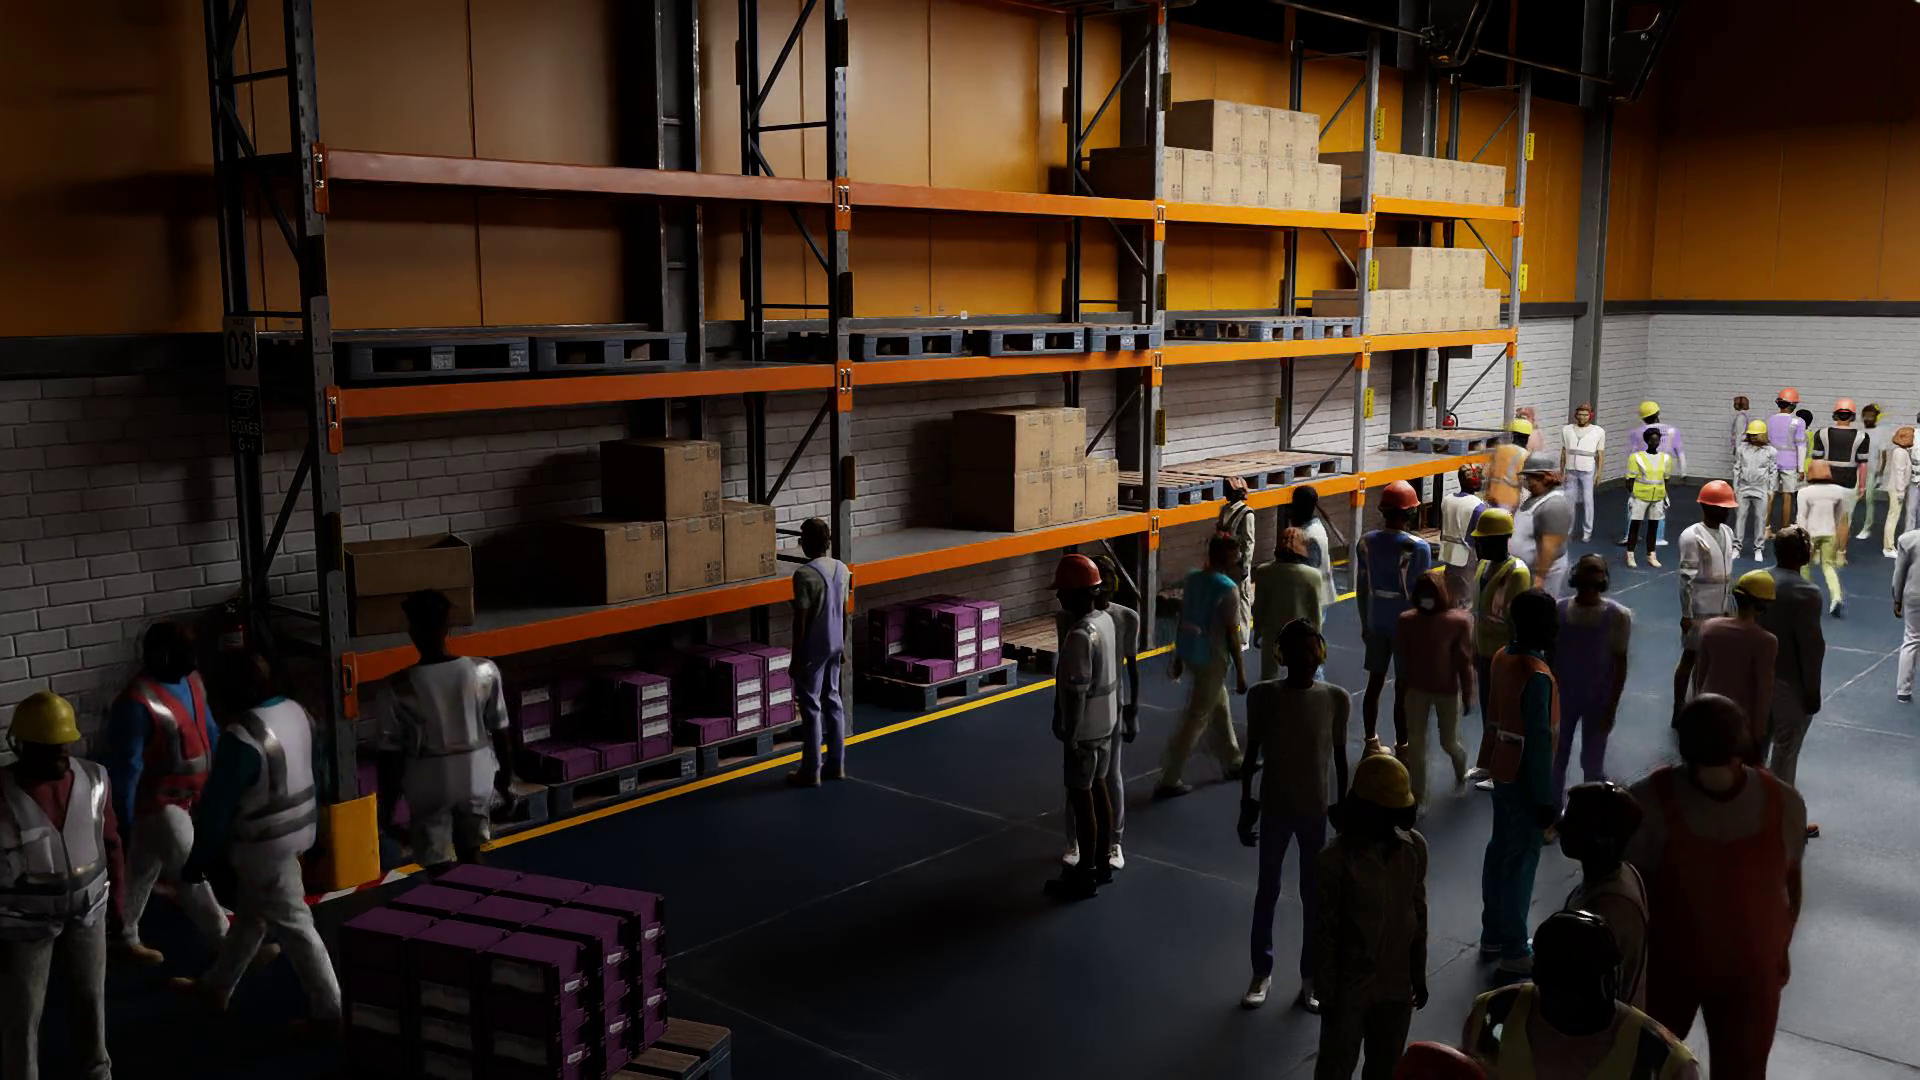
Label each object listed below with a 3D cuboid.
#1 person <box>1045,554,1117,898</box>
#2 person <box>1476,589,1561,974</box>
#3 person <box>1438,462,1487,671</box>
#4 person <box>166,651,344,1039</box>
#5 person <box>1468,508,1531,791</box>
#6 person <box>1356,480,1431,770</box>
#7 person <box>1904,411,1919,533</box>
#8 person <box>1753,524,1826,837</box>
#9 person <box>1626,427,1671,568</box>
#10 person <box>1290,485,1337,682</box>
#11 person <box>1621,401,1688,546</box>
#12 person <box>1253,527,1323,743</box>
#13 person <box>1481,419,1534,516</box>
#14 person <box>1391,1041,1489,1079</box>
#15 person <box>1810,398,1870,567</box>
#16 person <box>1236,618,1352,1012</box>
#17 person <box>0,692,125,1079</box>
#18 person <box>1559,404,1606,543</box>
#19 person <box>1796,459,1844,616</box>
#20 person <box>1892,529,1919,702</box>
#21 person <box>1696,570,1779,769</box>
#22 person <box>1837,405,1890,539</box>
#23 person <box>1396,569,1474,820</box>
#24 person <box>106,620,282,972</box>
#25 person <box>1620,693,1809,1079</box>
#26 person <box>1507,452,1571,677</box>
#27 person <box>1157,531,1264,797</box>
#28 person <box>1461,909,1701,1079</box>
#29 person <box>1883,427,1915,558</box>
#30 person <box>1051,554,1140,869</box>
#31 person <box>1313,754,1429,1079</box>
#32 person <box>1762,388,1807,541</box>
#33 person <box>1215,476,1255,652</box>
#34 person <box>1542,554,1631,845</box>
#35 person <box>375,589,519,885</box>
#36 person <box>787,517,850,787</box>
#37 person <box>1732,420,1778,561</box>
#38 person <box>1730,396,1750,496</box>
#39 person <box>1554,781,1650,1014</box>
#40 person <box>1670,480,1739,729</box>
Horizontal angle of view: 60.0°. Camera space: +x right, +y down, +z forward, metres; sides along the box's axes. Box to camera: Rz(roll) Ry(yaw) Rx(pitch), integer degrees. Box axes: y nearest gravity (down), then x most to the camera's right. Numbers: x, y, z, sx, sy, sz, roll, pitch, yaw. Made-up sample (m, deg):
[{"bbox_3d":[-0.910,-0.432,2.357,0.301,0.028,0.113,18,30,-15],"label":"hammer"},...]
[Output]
[{"bbox_3d":[0.673,1.032,9.291,0.386,1.929,0.543,4,10,22],"label":"person"},{"bbox_3d":[2.797,1.189,8.293,0.392,1.922,0.593,0,9,-2],"label":"person"},{"bbox_3d":[4.444,0.232,14.698,0.389,1.847,0.563,-3,9,-20],"label":"person"},{"bbox_3d":[-3.218,1.380,7.531,0.958,1.777,0.609,0,9,2],"label":"person"},{"bbox_3d":[3.616,0.734,11.257,0.396,1.919,0.582,-2,9,-12],"label":"person"},{"bbox_3d":[3.065,0.597,11.705,0.365,2.048,0.608,-7,11,-40],"label":"person"},{"bbox_3d":[12.103,-0.743,20.895,0.352,1.880,0.576,-8,12,-41],"label":"person"},{"bbox_3d":[5.117,0.864,10.335,0.372,1.940,0.632,-2,9,-12],"label":"person"},{"bbox_3d":[8.248,-0.505,19.934,0.531,1.698,0.320,0,9,-2],"label":"person"},{"bbox_3d":[2.723,0.505,12.883,0.378,1.886,0.636,1,9,9],"label":"person"},{"bbox_3d":[9.000,-0.833,21.445,0.777,1.898,0.504,3,9,19],"label":"person"},{"bbox_3d":[2.423,0.713,12.323,0.506,1.623,0.284,3,9,17],"label":"person"},{"bbox_3d":[6.290,-0.467,19.227,0.956,1.856,0.607,-3,9,-21],"label":"person"},{"bbox_3d":[1.140,1.997,3.853,0.863,1.681,0.553,5,10,31],"label":"person"},{"bbox_3d":[10.592,-0.690,20.070,0.613,2.033,0.412,5,10,28],"label":"person"},{"bbox_3d":[1.573,1.284,7.829,0.532,1.876,0.321,2,9,10],"label":"person"},{"bbox_3d":[-3.622,1.495,6.643,0.403,1.825,0.596,7,11,37],"label":"person"},{"bbox_3d":[8.208,-0.887,21.964,0.560,1.836,0.393,7,11,40],"label":"person"},{"bbox_3d":[8.892,-0.035,17.191,0.501,1.608,0.695,1,9,4],"label":"person"},{"bbox_3d":[7.875,0.474,13.478,0.569,1.744,0.350,7,11,38],"label":"person"},{"bbox_3d":[4.568,1.047,9.880,0.605,1.751,0.524,-5,10,-30],"label":"person"},{"bbox_3d":[11.878,-0.869,21.902,0.978,1.814,0.531,-8,12,-43],"label":"person"},{"bbox_3d":[3.082,0.967,10.732,0.533,1.608,0.694,6,11,33],"label":"person"},{"bbox_3d":[-3.869,1.274,8.202,0.971,1.785,0.626,0,9,-2],"label":"person"},{"bbox_3d":[2.738,1.464,6.136,0.706,2.000,1.036,2,9,12],"label":"person"},{"bbox_3d":[4.893,0.236,14.054,0.696,2.000,0.748,-1,9,-4],"label":"person"},{"bbox_3d":[1.703,0.823,11.141,0.947,1.787,0.581,-3,9,-21],"label":"person"},{"bbox_3d":[1.552,1.846,4.318,0.626,1.844,0.429,6,11,34],"label":"person"},{"bbox_3d":[11.705,-0.595,20.718,0.279,1.634,0.497,5,10,28],"label":"person"},{"bbox_3d":[0.794,0.997,9.735,0.516,1.861,0.323,2,9,10],"label":"person"},{"bbox_3d":[1.514,1.622,6.111,0.485,1.737,0.339,-4,10,-25],"label":"person"},{"bbox_3d":[10.844,-0.983,21.912,0.370,2.044,0.608,-6,11,-34],"label":"person"},{"bbox_3d":[2.539,0.223,15.426,0.309,1.641,0.514,-5,10,-27],"label":"person"},{"bbox_3d":[3.717,0.972,9.998,0.529,1.821,0.432,6,11,34],"label":"person"},{"bbox_3d":[-2.484,1.205,8.064,0.665,1.953,0.493,-6,11,-33],"label":"person"},{"bbox_3d":[-0.962,0.760,11.345,0.349,1.836,0.517,7,11,37],"label":"person"},{"bbox_3d":[9.750,-0.604,20.434,0.487,1.741,0.314,6,11,33],"label":"person"},{"bbox_3d":[12.362,-1.465,26.351,0.316,1.629,0.509,5,10,29],"label":"person"},{"bbox_3d":[2.040,1.674,5.407,0.345,1.847,0.506,4,10,23],"label":"person"},{"bbox_3d":[5.692,0.506,12.646,0.552,1.935,0.367,-6,10,-32],"label":"person"}]
